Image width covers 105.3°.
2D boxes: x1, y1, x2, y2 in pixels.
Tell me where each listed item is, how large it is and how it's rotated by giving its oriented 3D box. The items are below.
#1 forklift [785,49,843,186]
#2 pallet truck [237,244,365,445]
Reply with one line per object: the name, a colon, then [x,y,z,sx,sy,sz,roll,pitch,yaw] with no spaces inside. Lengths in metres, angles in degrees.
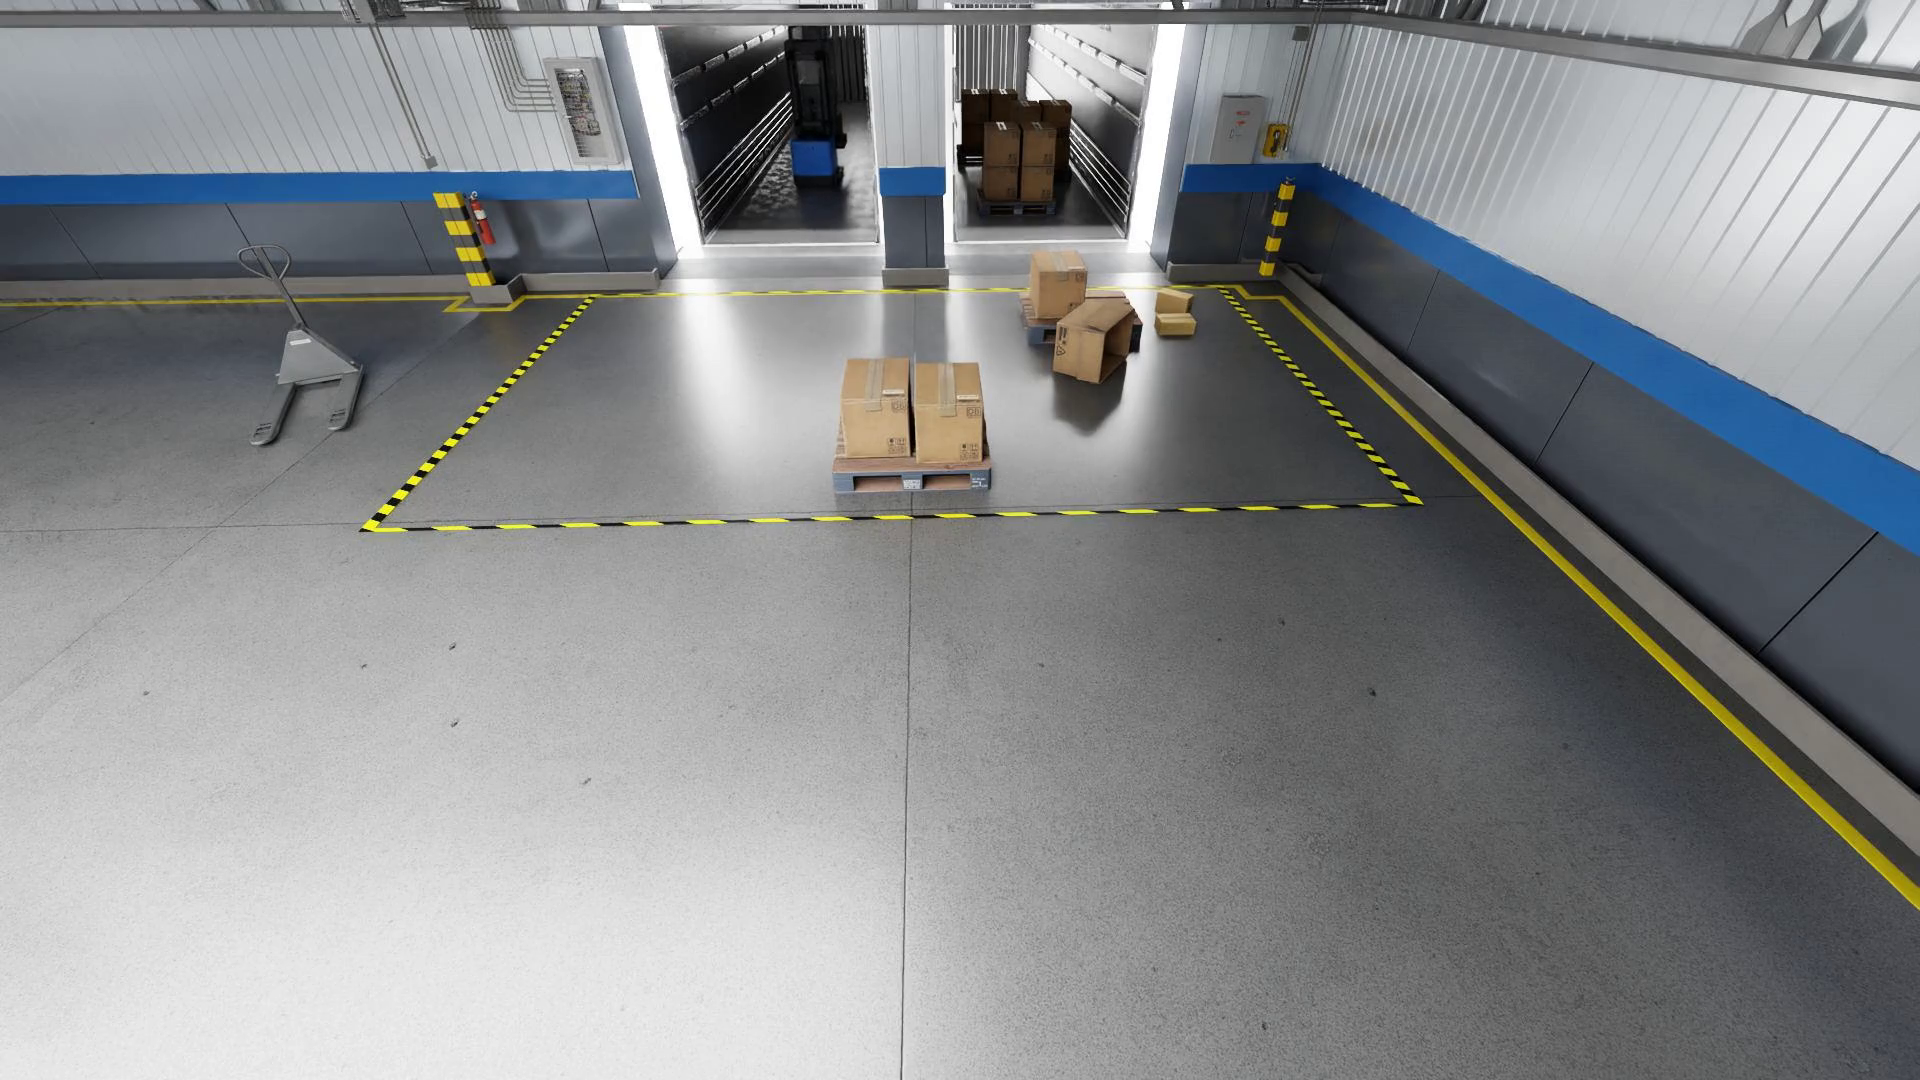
forklift: [-2.581,-7.277,12.707,0.716,2.013,0.776,-1,38,-1]
pallet truck: [-5.915,-1.733,6.366,0.680,1.201,1.601,-18,42,-21]
